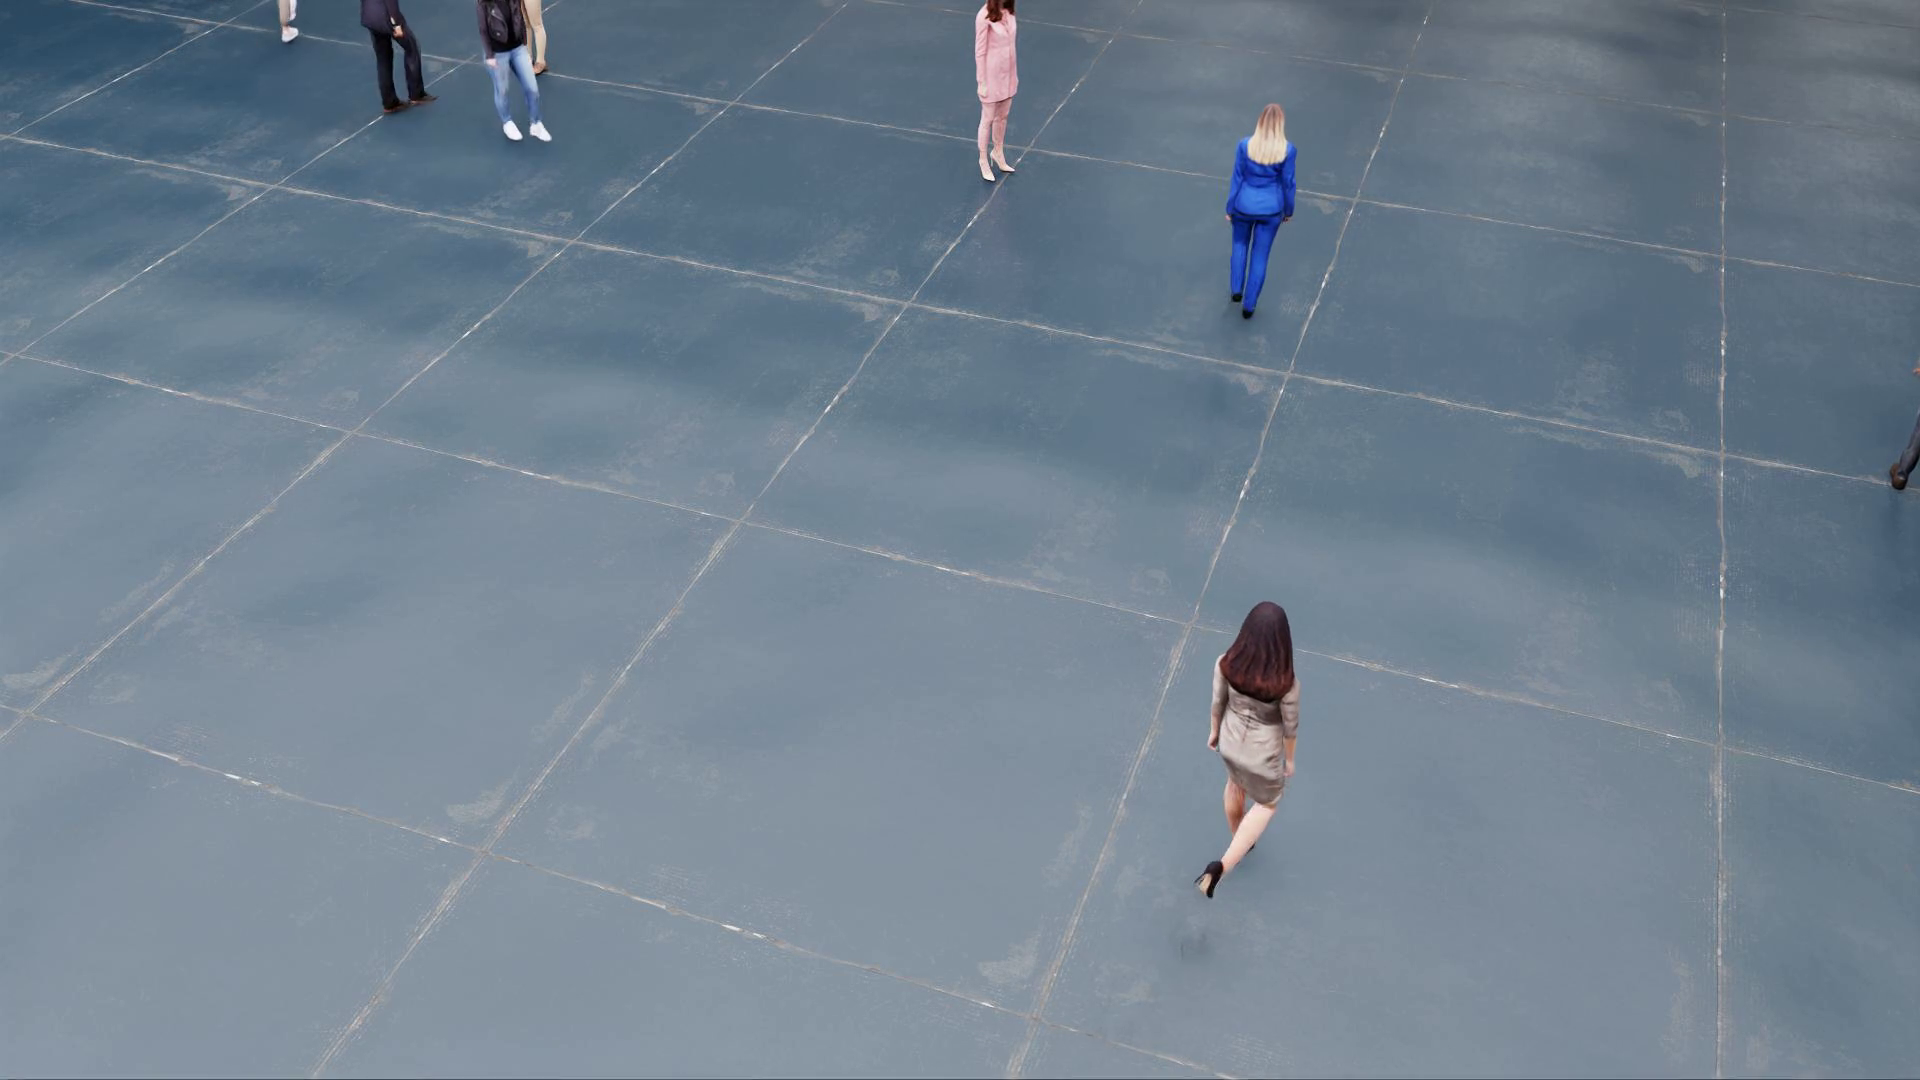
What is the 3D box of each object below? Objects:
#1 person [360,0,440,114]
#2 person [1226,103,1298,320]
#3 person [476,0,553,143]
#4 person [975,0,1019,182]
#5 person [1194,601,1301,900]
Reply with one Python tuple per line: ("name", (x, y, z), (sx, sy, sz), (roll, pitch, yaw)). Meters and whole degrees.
("person", (-5.413, -4.830, 15.376), (0.809, 1.795, 0.861), (26, 45, 29))
("person", (2.198, -2.392, 12.346), (0.650, 1.687, 0.606), (10, 39, 12))
("person", (-4.129, -4.392, 14.958), (0.844, 1.619, 0.892), (-26, 45, -29))
("person", (0.312, -4.000, 14.308), (0.605, 1.803, 0.749), (-31, 48, -34))
("person", (1.368, 1.046, 7.919), (0.747, 1.728, 0.981), (23, 43, 26))
